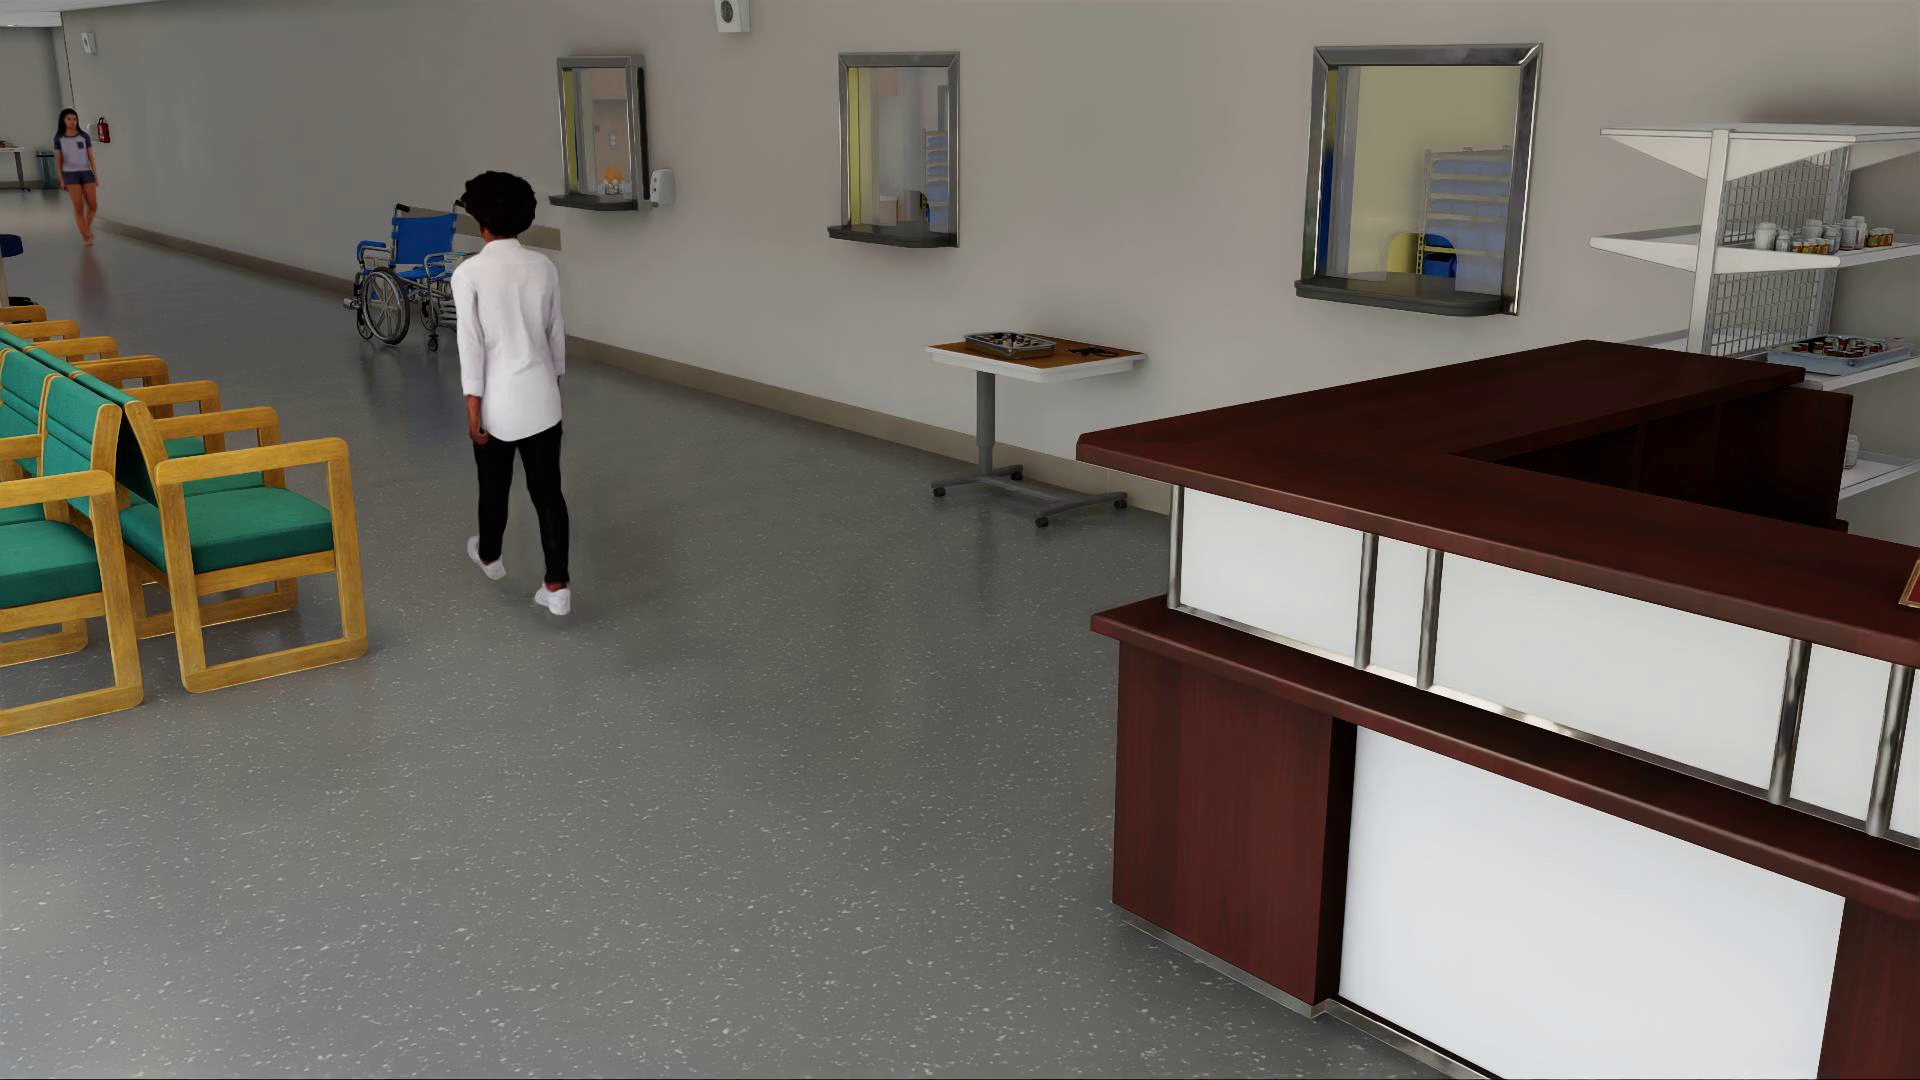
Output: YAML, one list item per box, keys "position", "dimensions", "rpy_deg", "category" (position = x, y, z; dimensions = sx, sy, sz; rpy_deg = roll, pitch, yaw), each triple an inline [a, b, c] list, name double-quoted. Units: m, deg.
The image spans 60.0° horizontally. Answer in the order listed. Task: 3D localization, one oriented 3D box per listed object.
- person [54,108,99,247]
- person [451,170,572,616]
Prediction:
- position: [-11.325, -4.650, 21.342]
  dimensions: [0.748, 1.723, 0.704]
  rpy_deg: [-11, 19, -33]
  category: "person"
- position: [-1.751, -0.543, 6.723]
  dimensions: [1.093, 1.752, 0.774]
  rpy_deg: [-11, 19, -33]
  category: "person"
